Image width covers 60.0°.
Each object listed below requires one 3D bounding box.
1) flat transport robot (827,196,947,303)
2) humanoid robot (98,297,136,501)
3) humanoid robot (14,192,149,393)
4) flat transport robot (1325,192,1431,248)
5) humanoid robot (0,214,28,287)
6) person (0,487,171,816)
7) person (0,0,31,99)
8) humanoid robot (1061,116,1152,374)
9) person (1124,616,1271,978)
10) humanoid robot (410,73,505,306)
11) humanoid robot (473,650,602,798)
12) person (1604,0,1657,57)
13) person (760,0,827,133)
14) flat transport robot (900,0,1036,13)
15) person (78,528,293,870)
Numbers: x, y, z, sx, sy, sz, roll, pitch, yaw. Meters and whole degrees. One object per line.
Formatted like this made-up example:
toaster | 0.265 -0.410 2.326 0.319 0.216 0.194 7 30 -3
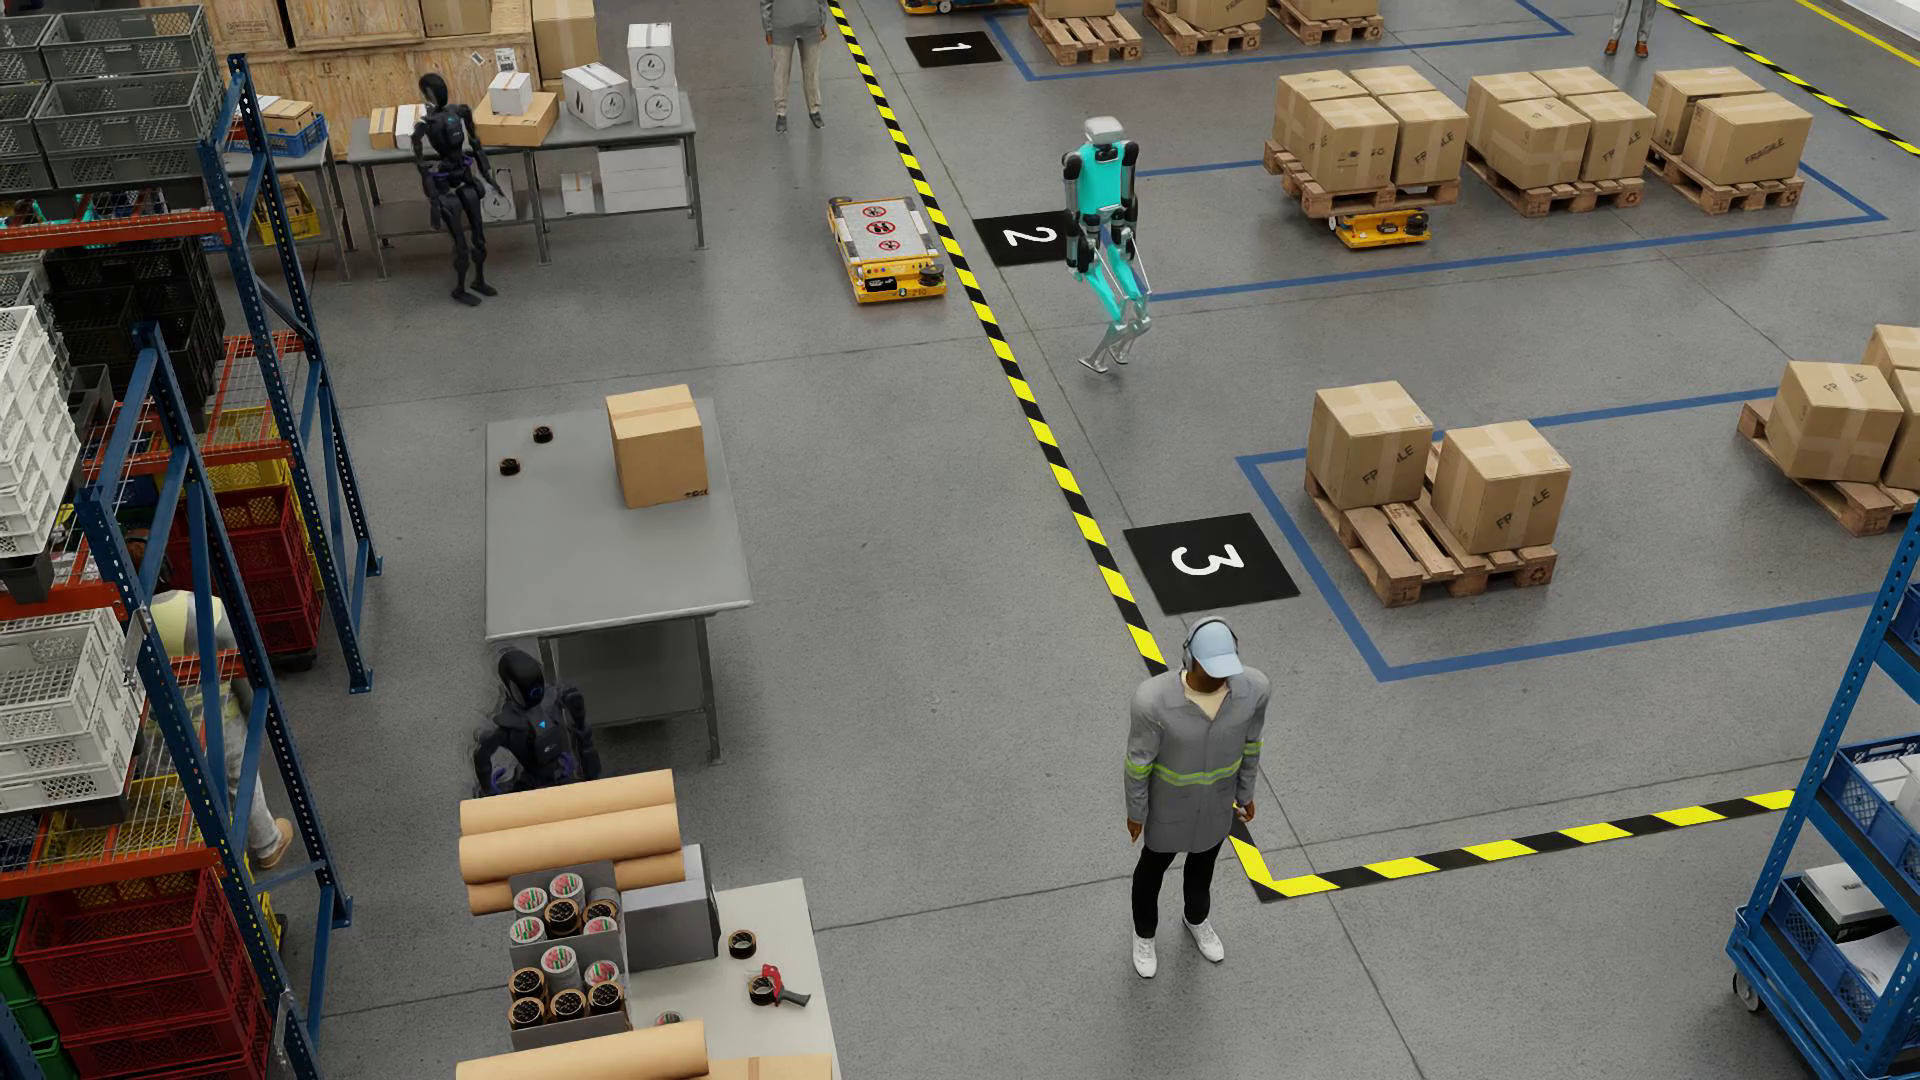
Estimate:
flat transport robot | -0.570 -2.220 12.538 0.659 0.231 1.431 -8 37 -10
humanoid robot | -5.000 -0.956 9.652 0.341 1.649 0.612 -23 43 -28
humanoid robot | -5.263 -1.392 10.119 0.530 1.700 0.735 -14 39 -19
flat transport robot | 3.134 -2.740 13.213 0.652 0.197 1.431 -8 37 -10
humanoid robot | -5.449 -1.108 9.895 0.827 1.867 0.562 20 41 24
person | -3.938 0.518 7.547 0.598 1.829 0.404 4 37 5
person | -8.423 -4.546 14.258 0.399 1.945 0.613 8 37 11
humanoid robot | 1.002 -1.818 10.655 0.533 1.677 0.735 -17 40 -22
person | 0.951 1.056 6.807 0.588 1.852 0.375 -9 38 -12
humanoid robot | -3.503 -2.475 11.696 0.388 1.653 0.599 23 42 27
humanoid robot | -1.708 1.109 6.885 0.502 1.638 0.591 27 44 31
person | 6.467 -5.481 15.568 0.586 1.884 0.360 9 38 12
person | -1.403 -4.358 14.155 0.572 1.764 0.402 -9 38 -12
flat transport robot | 0.087 -5.685 17.171 1.431 0.197 0.652 -8 37 -11
person | -3.352 0.730 7.266 0.617 1.836 0.432 -5 37 -7
